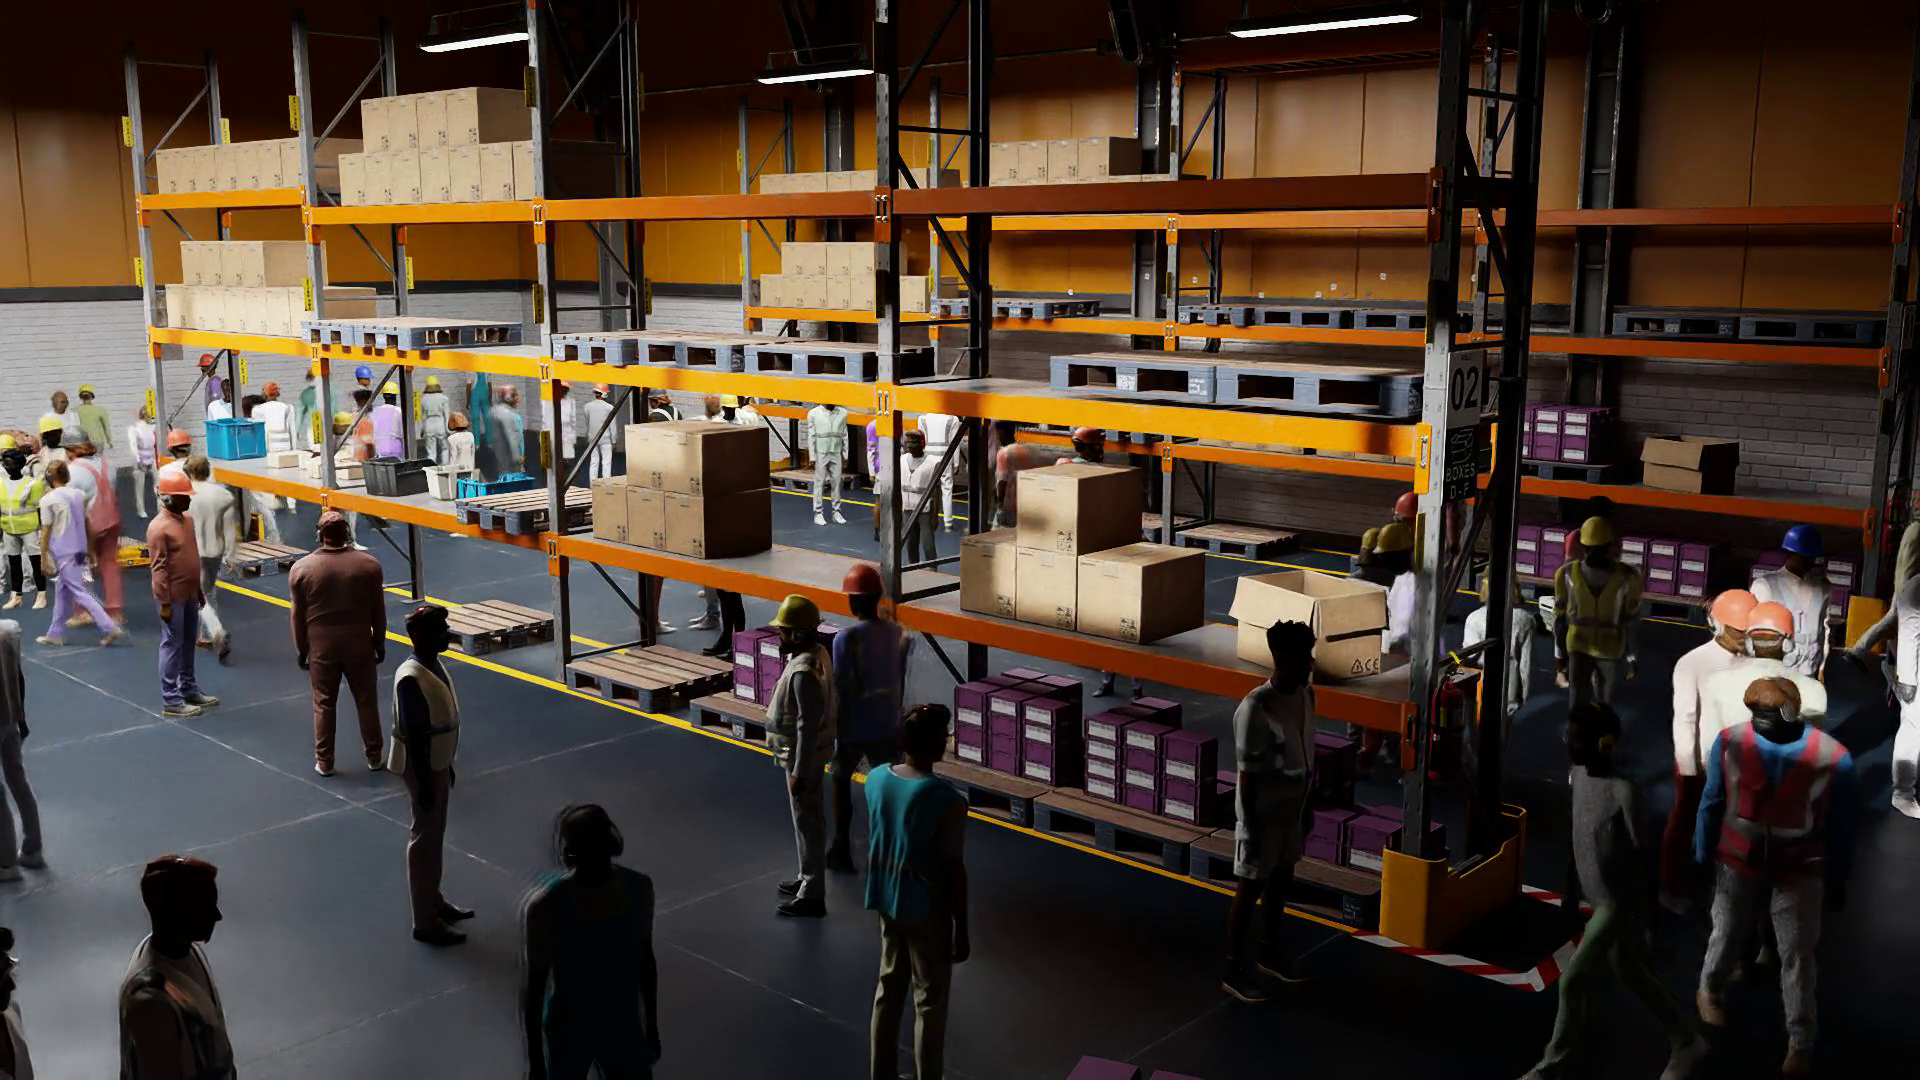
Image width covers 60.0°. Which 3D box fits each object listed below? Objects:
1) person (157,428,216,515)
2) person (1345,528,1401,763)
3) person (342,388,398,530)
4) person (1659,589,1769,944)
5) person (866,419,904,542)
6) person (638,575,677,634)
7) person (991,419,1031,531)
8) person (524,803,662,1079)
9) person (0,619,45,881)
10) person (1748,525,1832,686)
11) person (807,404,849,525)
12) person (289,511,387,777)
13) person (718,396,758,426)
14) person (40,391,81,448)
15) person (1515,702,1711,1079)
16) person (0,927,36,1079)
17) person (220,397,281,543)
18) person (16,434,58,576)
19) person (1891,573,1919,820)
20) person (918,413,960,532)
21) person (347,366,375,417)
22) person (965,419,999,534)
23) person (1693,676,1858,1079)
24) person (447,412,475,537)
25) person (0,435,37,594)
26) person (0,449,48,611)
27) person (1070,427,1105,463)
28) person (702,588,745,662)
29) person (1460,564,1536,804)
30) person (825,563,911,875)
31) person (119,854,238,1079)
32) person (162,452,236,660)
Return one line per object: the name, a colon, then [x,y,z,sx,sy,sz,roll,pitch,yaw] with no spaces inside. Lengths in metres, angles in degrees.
person: [-8.043,-0.213,17.282,0.562,1.895,0.927,-9,14,-43]
person: [3.031,0.774,12.198,0.492,1.735,0.322,2,10,9]
person: [-7.964,-1.035,21.895,0.965,1.928,0.604,-6,12,-30]
person: [4.174,1.222,9.048,0.648,1.937,0.998,-2,10,-12]
person: [-0.924,-0.917,21.221,0.548,1.925,0.390,-8,13,-39]
person: [-3.001,-0.022,16.206,0.408,1.907,0.598,-6,11,-29]
person: [0.581,-0.389,18.171,0.594,1.936,0.660,6,12,32]
person: [-1.359,1.817,6.157,0.530,1.791,0.926,-7,12,-33]
person: [-5.761,1.109,9.911,0.310,1.868,0.533,1,10,6]
person: [5.563,0.849,11.187,0.610,1.939,0.418,-2,10,-12]
person: [-1.794,-1.163,22.645,0.593,1.910,0.385,-5,11,-28]
person: [-4.447,0.739,11.933,0.641,1.900,0.398,-4,11,-22]
person: [-2.935,-1.092,22.081,0.613,1.961,0.361,2,10,11]
person: [-12.437,-1.174,23.068,1.015,1.789,0.503,8,13,37]
person: [2.937,1.593,7.354,0.999,1.819,0.556,-1,10,-5]
person: [-2.919,2.010,4.924,0.402,1.833,0.563,-1,10,-6]
person: [-9.081,-0.883,21.159,0.982,1.865,0.617,3,10,17]
person: [-10.596,-0.399,19.091,0.315,1.636,0.514,-8,13,-40]
person: [6.501,0.890,11.033,0.651,1.910,0.409,-4,11,-21]
person: [-0.277,-1.034,22.014,0.571,1.877,0.347,2,10,13]
person: [-9.174,-1.714,25.641,0.406,1.947,0.607,2,10,9]
person: [0.279,-1.011,21.741,0.480,1.924,0.643,4,11,20]
person: [3.805,1.520,7.791,0.688,1.817,0.596,7,12,34]
person: [-6.494,-0.851,21.650,0.268,1.632,0.509,4,11,19]
person: [-10.387,-0.284,18.182,0.489,1.733,0.356,-3,11,-18]
person: [-9.739,-0.105,17.256,0.533,1.697,0.322,1,10,3]
person: [1.228,-0.126,16.443,0.416,2.035,0.623,-5,11,-26]
person: [-2.143,0.129,15.173,0.364,1.966,0.609,-5,11,-27]
person: [3.521,0.991,10.967,0.498,1.729,0.454,-2,10,-9]
person: [-0.600,1.082,9.944,0.558,1.913,0.762,-7,12,-35]
person: [-2.494,1.909,5.363,0.359,1.877,0.589,-3,10,-17]
person: [-6.921,0.148,15.248,0.866,1.906,0.628,9,13,40]
